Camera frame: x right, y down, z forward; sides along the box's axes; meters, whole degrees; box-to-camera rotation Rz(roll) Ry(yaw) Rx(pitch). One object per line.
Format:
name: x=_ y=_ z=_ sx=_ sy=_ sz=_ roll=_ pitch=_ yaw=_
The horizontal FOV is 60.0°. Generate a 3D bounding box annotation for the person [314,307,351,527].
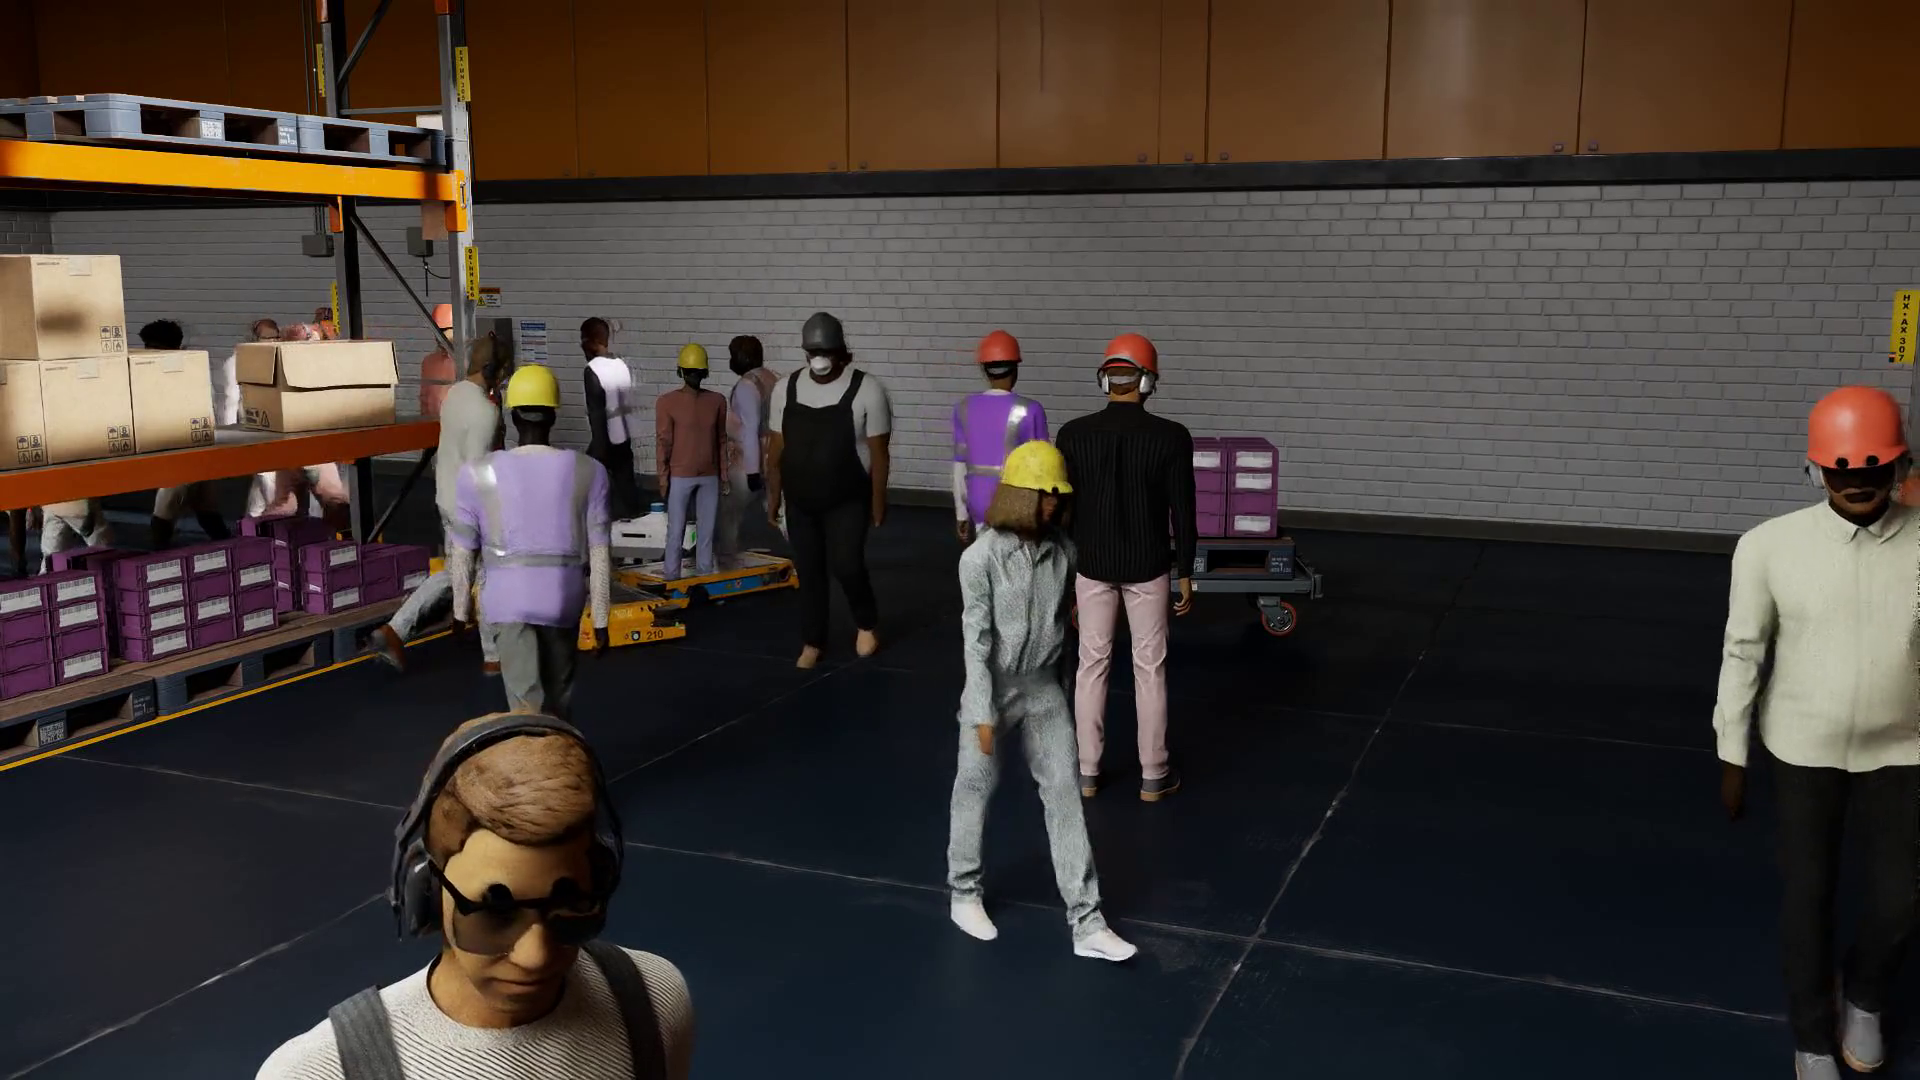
person: x=-5.484 y=-1.073 z=14.553 sx=0.409 sy=1.908 sz=0.639 roll=-2 pitch=10 yaw=-12

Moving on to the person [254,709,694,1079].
person: x=-0.466 y=1.071 z=1.761 sx=0.343 sy=1.840 sz=0.507 roll=9 pitch=13 yaw=44

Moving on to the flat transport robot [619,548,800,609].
flat transport robot: x=-1.727 y=0.261 z=11.409 sx=0.652 sy=0.197 sz=1.431 roll=9 pitch=13 yaw=43

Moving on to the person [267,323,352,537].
person: x=-4.610 y=-0.609 z=11.885 sx=0.977 sy=1.855 sz=0.655 roll=-9 pitch=13 yaw=-44

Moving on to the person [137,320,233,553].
person: x=-5.185 y=-0.476 z=10.894 sx=0.988 sy=1.909 sz=0.630 roll=-3 pitch=10 yaw=-17

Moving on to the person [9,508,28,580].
person: x=-6.520 y=-0.612 z=11.663 sx=0.544 sy=1.939 sz=0.354 roll=-4 pitch=10 yaw=-23

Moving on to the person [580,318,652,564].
person: x=-2.770 y=-0.747 z=12.674 sx=0.965 sy=1.865 sz=0.619 roll=3 pitch=10 yaw=16

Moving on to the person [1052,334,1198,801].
person: x=0.704 y=0.118 z=7.097 sx=0.623 sy=1.981 sz=0.406 roll=3 pitch=10 yaw=17

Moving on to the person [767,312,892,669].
person: x=-0.760 y=-0.279 z=9.335 sx=0.698 sy=2.000 sz=0.541 roll=3 pitch=10 yaw=17

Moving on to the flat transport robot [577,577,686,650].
flat transport robot: x=-2.323 y=0.429 z=10.389 sx=0.652 sy=0.197 sz=1.431 roll=-7 pitch=11 yaw=-34

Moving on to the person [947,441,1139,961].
person: x=0.228 y=0.535 z=5.414 sx=0.499 sy=1.705 sz=0.828 roll=-6 pitch=11 yaw=-33

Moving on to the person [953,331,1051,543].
person: x=0.277 y=-0.173 z=9.065 sx=0.586 sy=1.913 sz=0.624 roll=7 pitch=12 yaw=36

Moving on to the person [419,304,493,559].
person: x=-3.687 y=-0.722 z=12.153 sx=0.613 sy=1.994 sz=0.382 roll=3 pitch=10 yaw=19

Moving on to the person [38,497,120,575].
person: x=-5.293 y=-0.186 z=10.112 sx=0.518 sy=1.600 sz=0.835 roll=5 pitch=11 yaw=28

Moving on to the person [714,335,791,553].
person: x=-1.415 y=-0.559 z=11.810 sx=0.961 sy=1.793 sz=0.631 roll=3 pitch=10 yaw=16

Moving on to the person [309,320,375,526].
person: x=-4.806 y=-0.717 z=12.549 sx=0.816 sy=1.852 sz=0.576 roll=-4 pitch=10 yaw=-23

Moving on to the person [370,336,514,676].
person: x=-2.737 y=-0.146 z=8.978 sx=0.817 sy=1.896 sz=0.696 roll=-6 pitch=11 yaw=-31

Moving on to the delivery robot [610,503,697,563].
delivery robot: x=-2.173 y=-0.024 z=11.999 sx=0.707 sy=0.478 sz=0.477 roll=2 pitch=10 yaw=13

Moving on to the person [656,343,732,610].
person: x=-1.756 y=-0.420 z=11.026 sx=0.533 sy=1.765 sz=0.321 roll=-7 pitch=12 yaw=-36

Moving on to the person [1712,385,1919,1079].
person: x=2.373 y=0.567 z=4.449 sx=0.672 sy=1.967 sz=0.522 roll=3 pitch=10 yaw=18

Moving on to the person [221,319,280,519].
person: x=-5.624 y=-0.868 z=13.515 sx=1.040 sy=1.844 sz=0.650 roll=6 pitch=11 yaw=34

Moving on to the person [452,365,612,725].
person: x=-1.704 y=0.247 z=6.639 sx=0.609 sy=1.873 sz=0.986 roll=-4 pitch=10 yaw=-21
